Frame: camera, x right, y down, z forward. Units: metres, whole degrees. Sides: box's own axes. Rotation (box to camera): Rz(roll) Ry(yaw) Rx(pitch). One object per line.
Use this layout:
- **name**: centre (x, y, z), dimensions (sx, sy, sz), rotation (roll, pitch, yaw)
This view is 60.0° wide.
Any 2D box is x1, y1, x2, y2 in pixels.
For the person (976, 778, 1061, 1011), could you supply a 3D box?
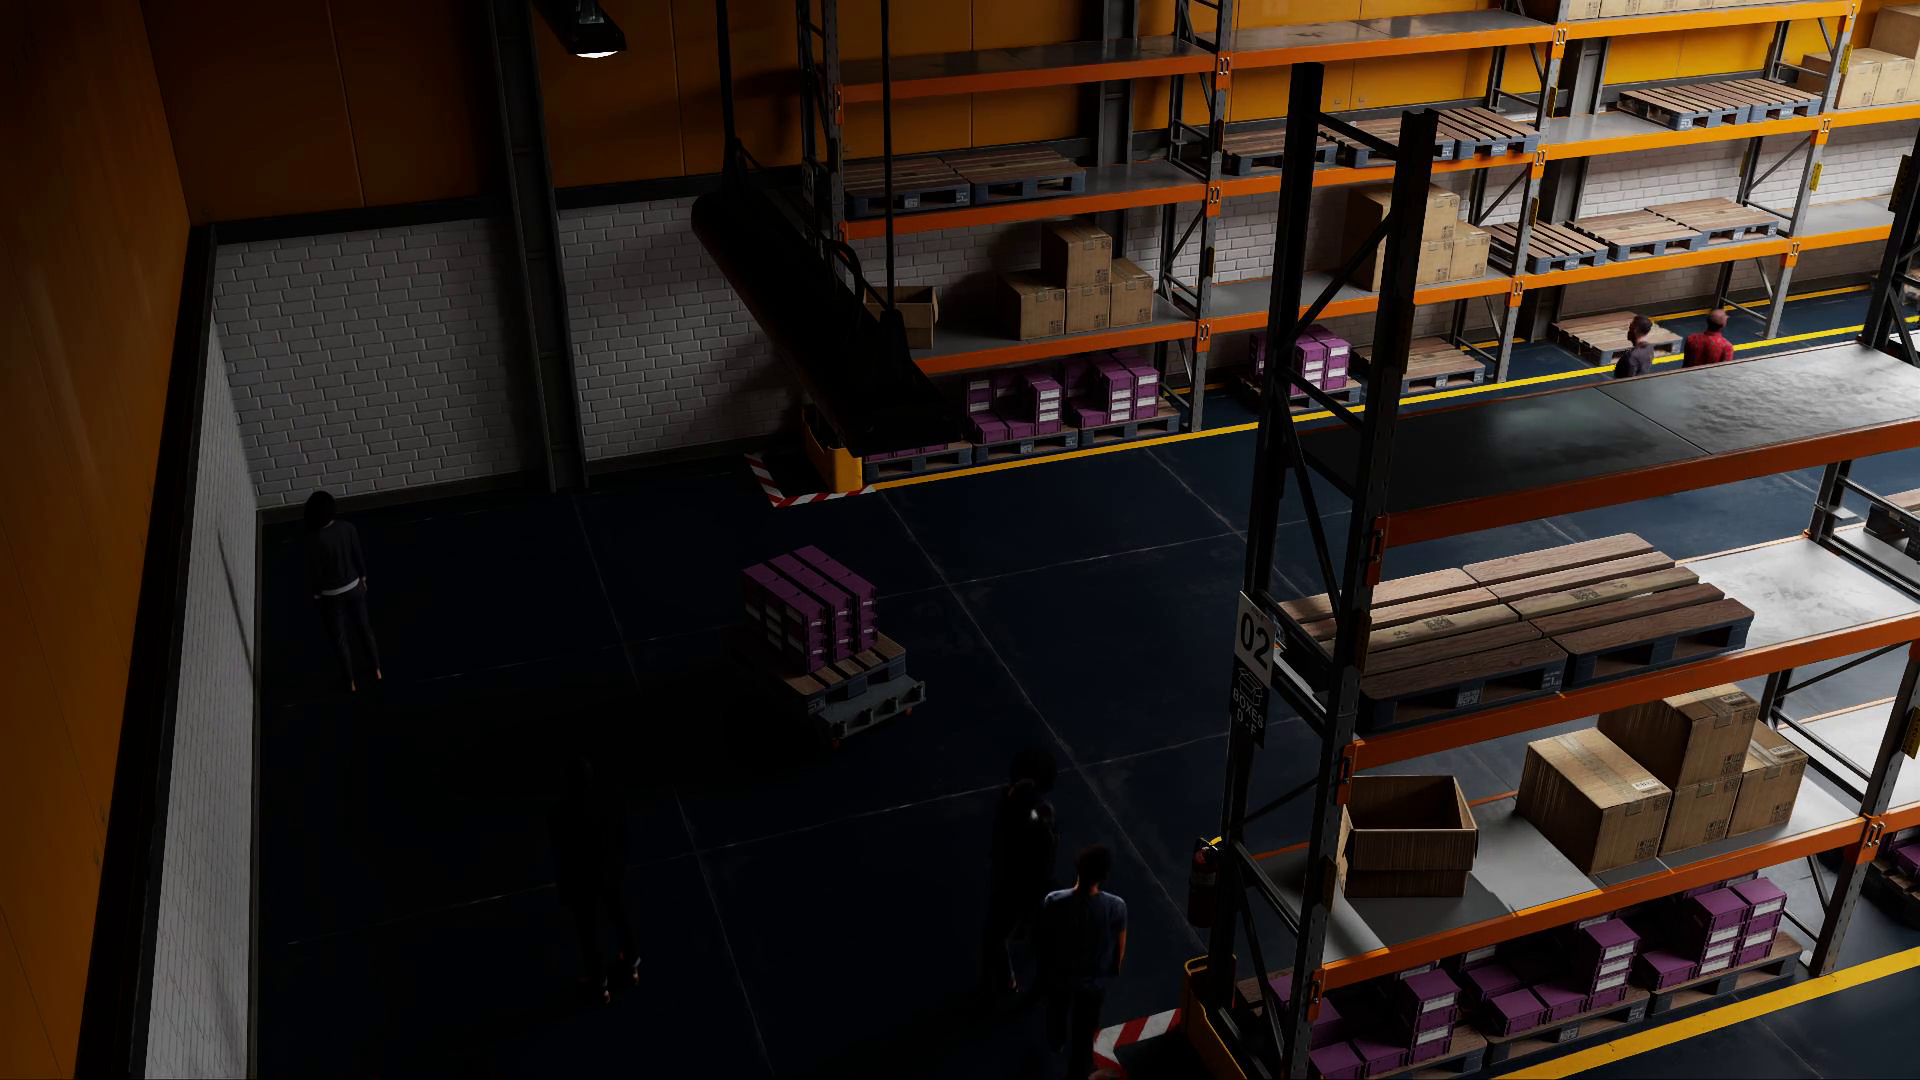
- **person**: centre (0.510, 2.166, 10.295), dimensions (0.848, 1.800, 0.778), rotation (-22, 35, -34)

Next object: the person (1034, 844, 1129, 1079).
- **person**: centre (0.686, 2.571, 9.572), dimensions (1.033, 1.782, 0.976), rotation (1, 29, 2)

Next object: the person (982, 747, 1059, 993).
- **person**: centre (0.363, 2.124, 10.516), dimensions (1.074, 1.661, 1.179), rotation (13, 31, 23)

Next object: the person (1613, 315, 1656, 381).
- **person**: centre (6.798, -1.349, 16.721), dimensions (0.963, 1.818, 0.959), rotation (22, 35, 34)

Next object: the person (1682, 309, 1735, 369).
- **person**: centre (7.583, -1.505, 17.004), dimensions (0.713, 1.820, 0.740), rotation (-23, 36, -35)

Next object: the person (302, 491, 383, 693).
- **person**: centre (-5.053, 0.405, 13.557), dimensions (0.597, 1.768, 0.744), rotation (-25, 37, -38)

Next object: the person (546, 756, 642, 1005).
- **person**: centre (-2.275, 2.107, 10.385), dimensions (0.684, 1.818, 0.834), rotation (-23, 36, -36)
